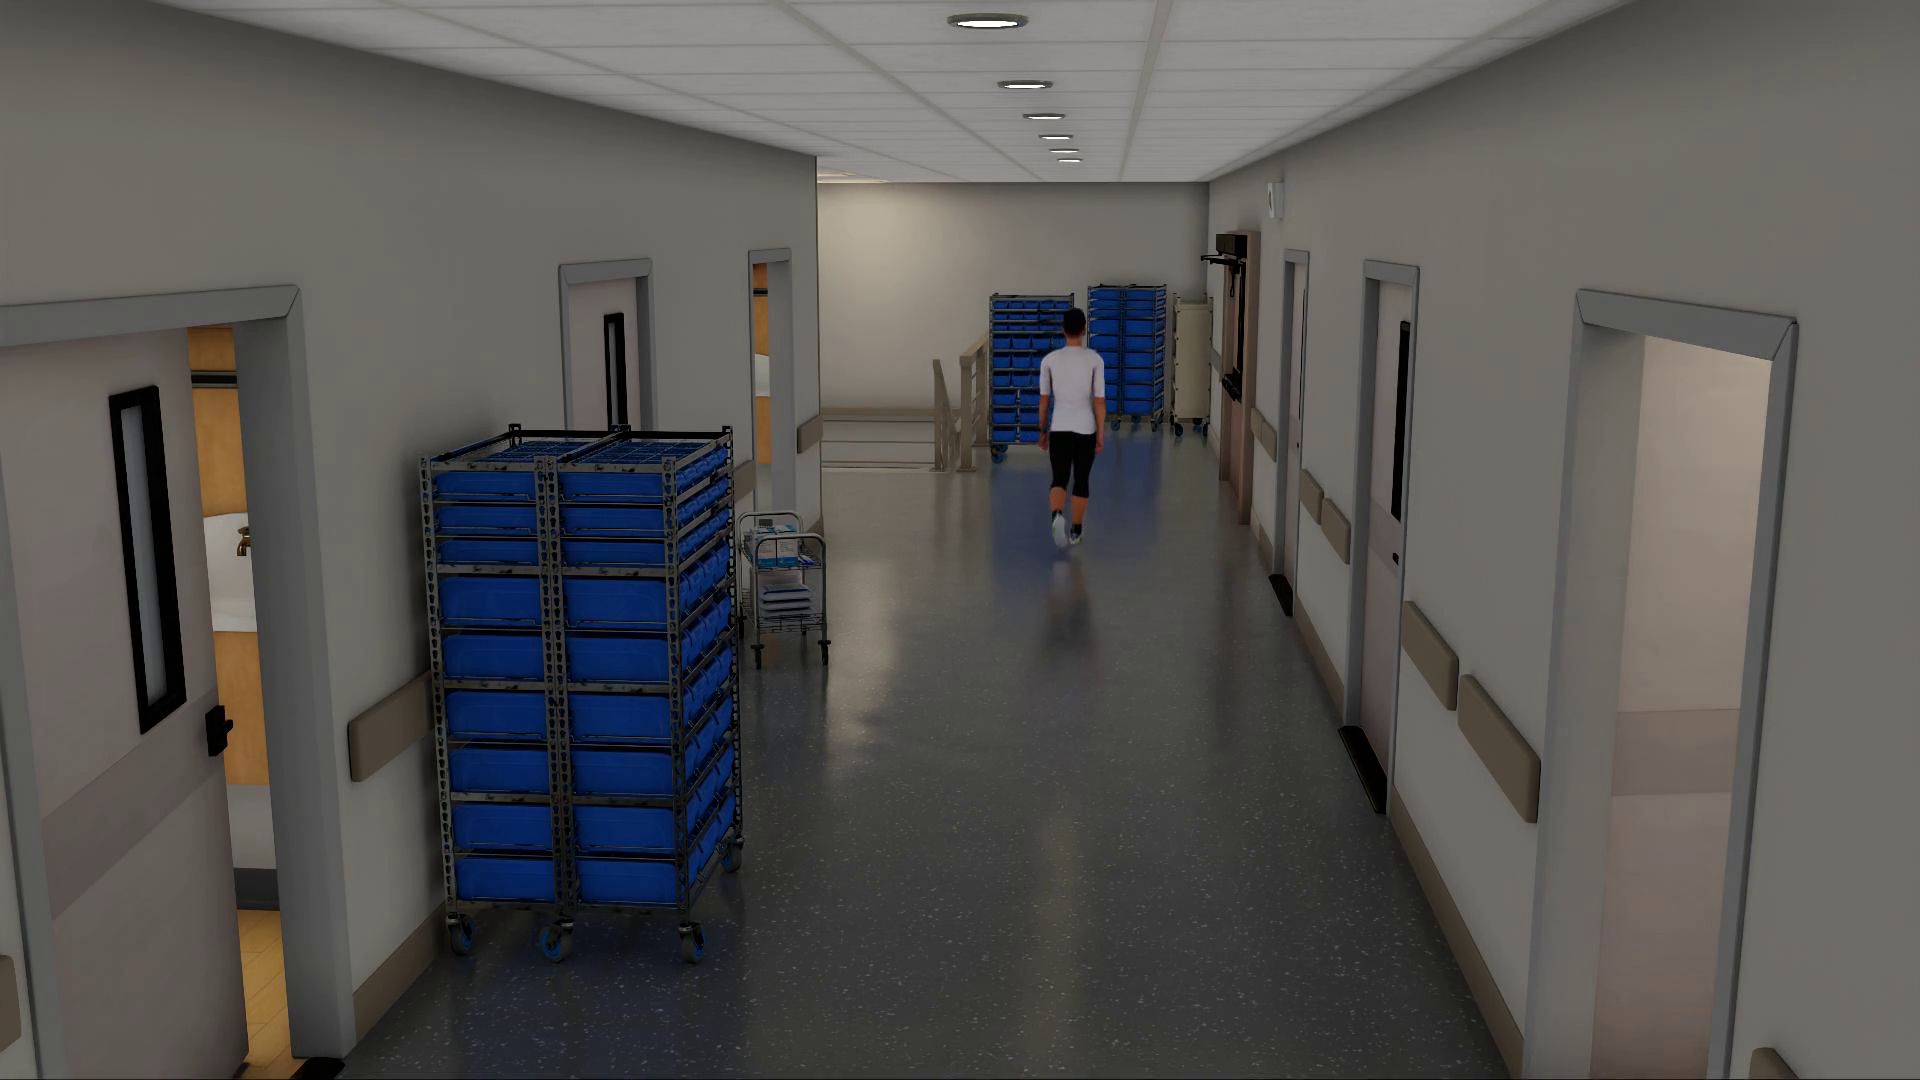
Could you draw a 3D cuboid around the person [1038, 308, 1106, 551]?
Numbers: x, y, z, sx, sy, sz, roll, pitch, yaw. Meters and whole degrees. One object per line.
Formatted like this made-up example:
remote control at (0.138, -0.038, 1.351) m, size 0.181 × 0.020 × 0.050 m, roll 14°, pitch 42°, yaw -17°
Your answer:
person at (0.846, -0.818, 12.649) m, size 0.714 × 1.829 × 1.085 m, roll 2°, pitch 11°, yaw 9°
